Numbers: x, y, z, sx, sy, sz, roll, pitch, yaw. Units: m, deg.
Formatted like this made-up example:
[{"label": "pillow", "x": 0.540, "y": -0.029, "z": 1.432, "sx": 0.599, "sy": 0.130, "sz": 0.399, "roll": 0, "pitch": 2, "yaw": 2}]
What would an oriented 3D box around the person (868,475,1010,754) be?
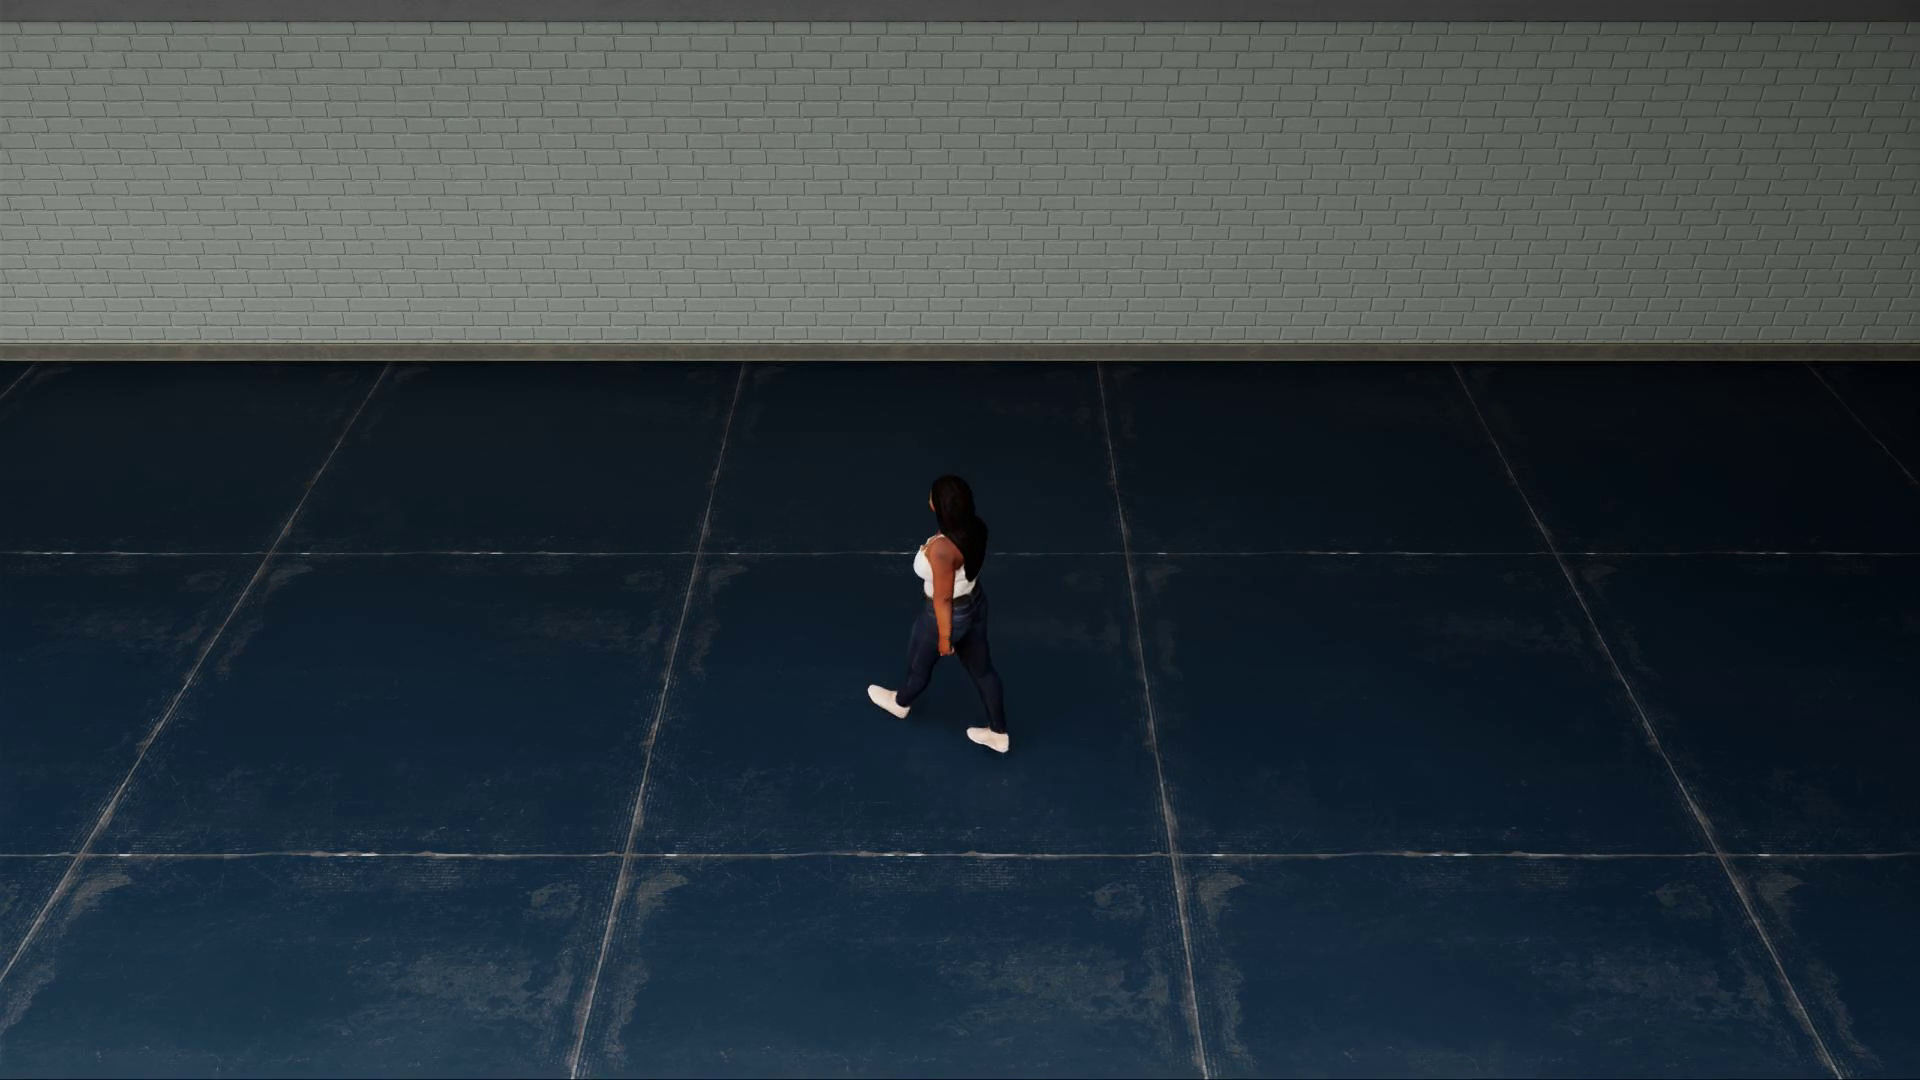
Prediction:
[{"label": "person", "x": 0.057, "y": 0.476, "z": 9.432, "sx": 1.130, "sy": 1.757, "sz": 1.198, "roll": 19, "pitch": 38, "yaw": 27}]
